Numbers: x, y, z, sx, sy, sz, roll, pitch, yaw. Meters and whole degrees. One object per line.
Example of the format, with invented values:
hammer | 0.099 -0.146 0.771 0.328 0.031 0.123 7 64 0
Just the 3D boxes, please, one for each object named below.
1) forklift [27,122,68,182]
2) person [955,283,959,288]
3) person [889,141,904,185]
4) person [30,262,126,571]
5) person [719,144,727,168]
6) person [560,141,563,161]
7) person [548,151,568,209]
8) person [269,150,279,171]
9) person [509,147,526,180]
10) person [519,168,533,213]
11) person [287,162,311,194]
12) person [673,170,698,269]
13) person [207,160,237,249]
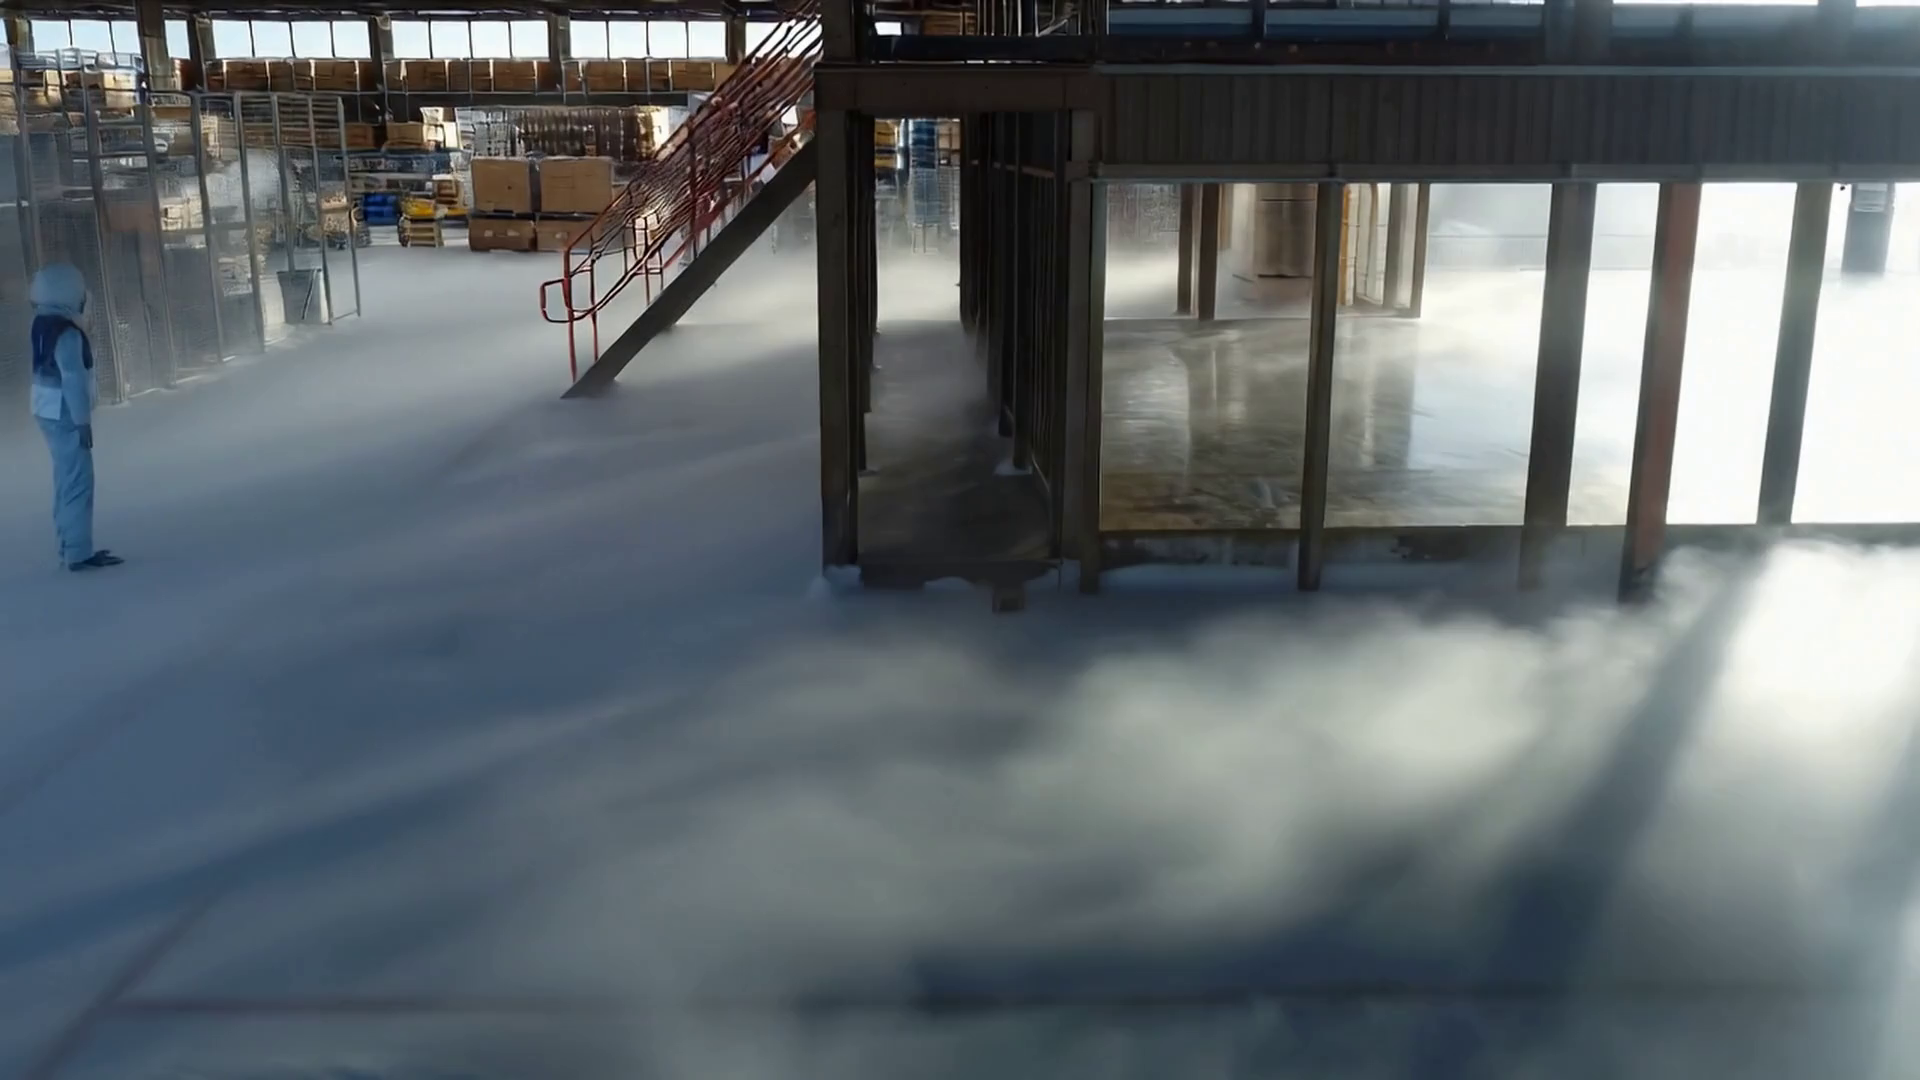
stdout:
forklift | -35.376 -14.773 64.377 1.129 2.768 1.873 -1 14 -2
person | 0.315 -5.219 28.404 0.524 1.799 0.951 12 19 41
person | -2.911 -17.282 76.248 0.670 1.969 0.621 3 14 13
person | -5.529 -0.754 10.317 0.383 1.914 0.595 -13 19 -41
person | -11.323 -17.957 79.219 0.404 1.836 0.600 -6 15 -22
person | -21.769 -20.916 91.038 0.375 1.837 0.570 -3 14 -13
person | -12.988 -11.450 53.128 1.002 1.894 0.559 5 15 20
person | -23.081 -12.121 55.829 0.664 1.862 0.956 1 14 4
person | -14.210 -11.628 53.584 0.511 2.005 0.733 9 17 32
person | -10.393 -8.020 39.754 0.562 1.713 0.527 -6 15 -23
person | -16.190 -8.331 40.775 0.588 1.823 0.403 -12 18 -39
person | -5.267 -6.151 31.944 0.359 1.883 0.577 10 17 34
person | -16.389 -7.436 36.900 0.633 1.969 0.637 0 14 1
